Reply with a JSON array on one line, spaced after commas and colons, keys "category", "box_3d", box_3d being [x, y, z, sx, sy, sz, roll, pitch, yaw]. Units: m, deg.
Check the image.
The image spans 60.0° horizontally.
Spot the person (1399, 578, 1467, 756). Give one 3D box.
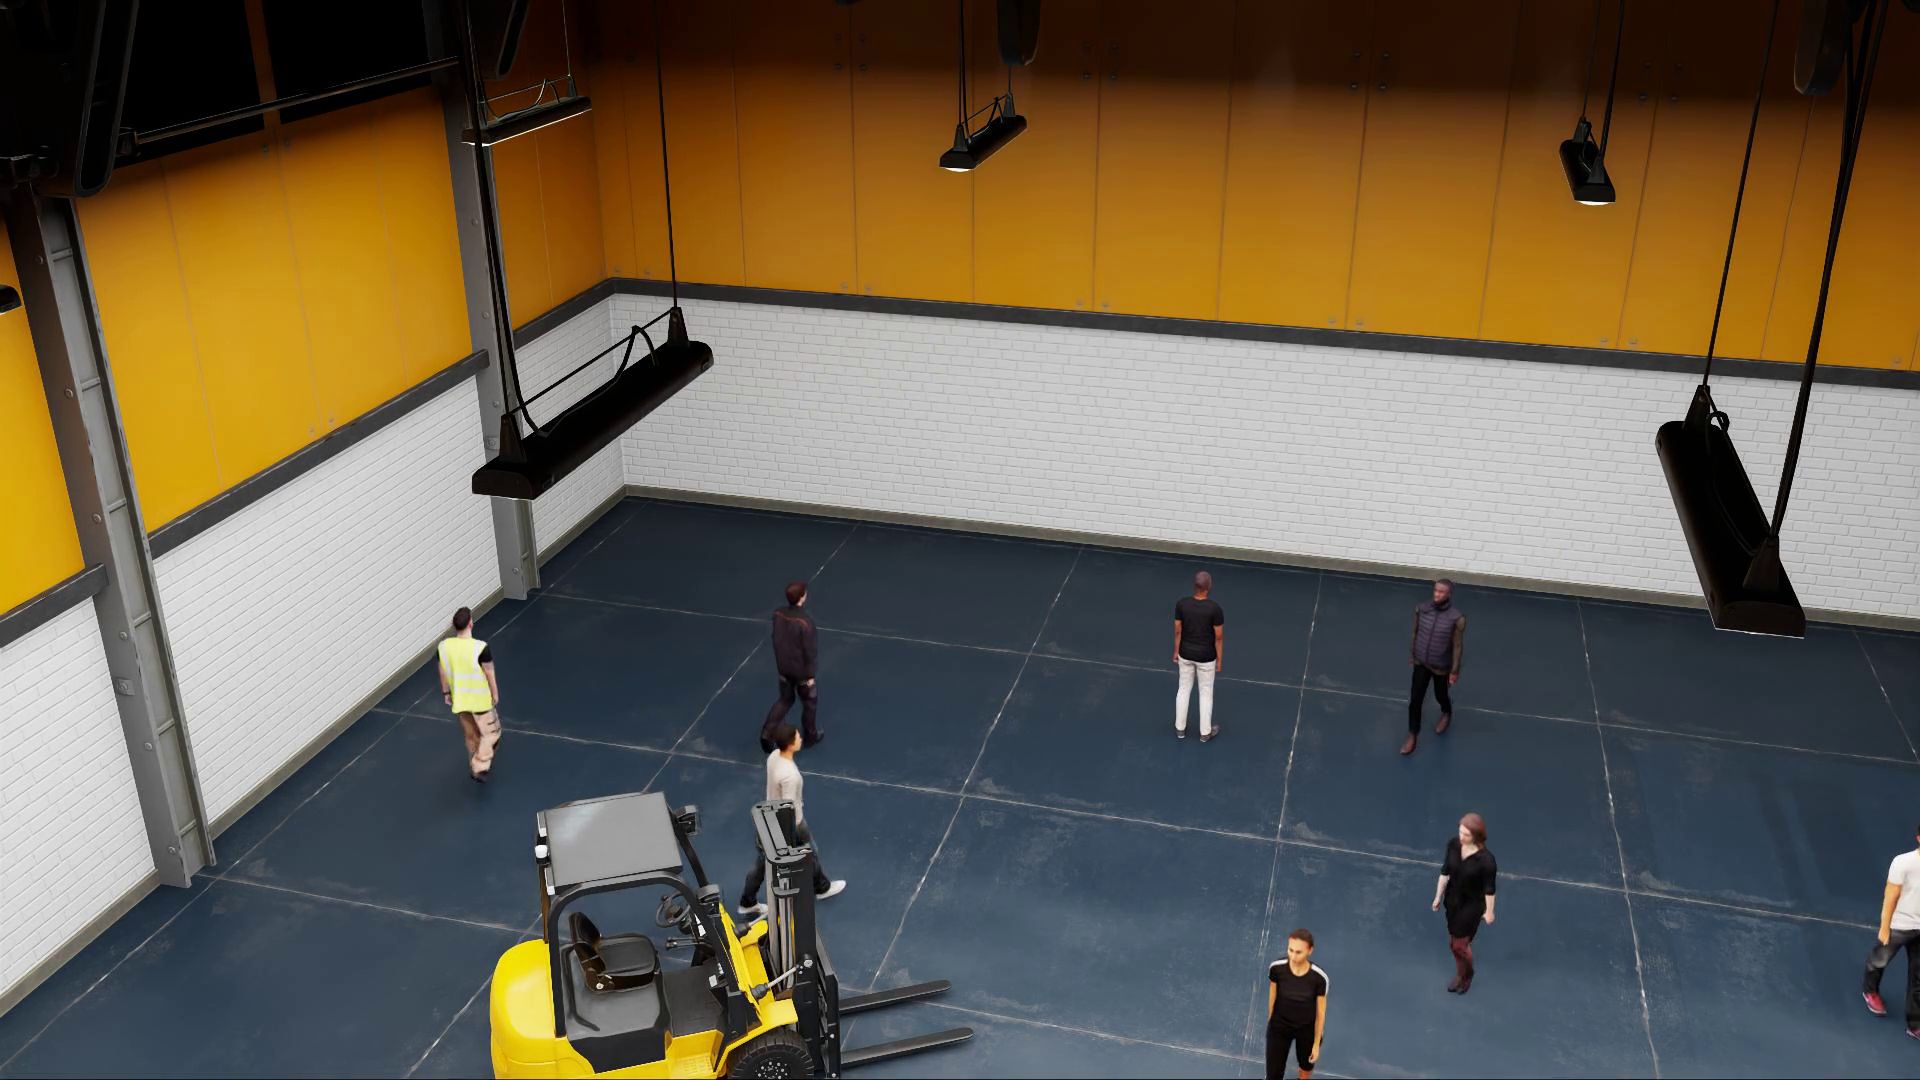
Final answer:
[{"category": "person", "box_3d": [4.730, 1.206, 16.430, 1.031, 1.802, 1.271, 19, 30, 36]}]

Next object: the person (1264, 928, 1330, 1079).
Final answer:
[{"category": "person", "box_3d": [2.384, 3.390, 11.656, 0.701, 1.623, 1.126, 10, 26, 22]}]

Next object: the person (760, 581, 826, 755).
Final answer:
[{"category": "person", "box_3d": [-1.667, 1.282, 16.234, 0.900, 1.818, 1.101, 15, 28, 30]}]

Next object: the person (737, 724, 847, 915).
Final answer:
[{"category": "person", "box_3d": [-1.548, 2.360, 13.840, 1.229, 1.761, 1.161, -13, 27, -27]}]

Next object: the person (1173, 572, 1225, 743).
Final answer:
[{"category": "person", "box_3d": [2.360, 1.158, 16.537, 0.686, 1.804, 0.635, 10, 25, 21]}]

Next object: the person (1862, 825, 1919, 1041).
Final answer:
[{"category": "person", "box_3d": [7.178, 2.862, 12.676, 0.850, 1.772, 1.072, 0, 24, -1]}]

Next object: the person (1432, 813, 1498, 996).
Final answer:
[{"category": "person", "box_3d": [3.987, 2.797, 12.935, 0.773, 1.685, 0.716, -14, 27, -29]}]

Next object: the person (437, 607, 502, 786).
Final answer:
[{"category": "person", "box_3d": [-4.615, 1.518, 15.679, 0.755, 1.831, 0.902, 3, 24, 7]}]
